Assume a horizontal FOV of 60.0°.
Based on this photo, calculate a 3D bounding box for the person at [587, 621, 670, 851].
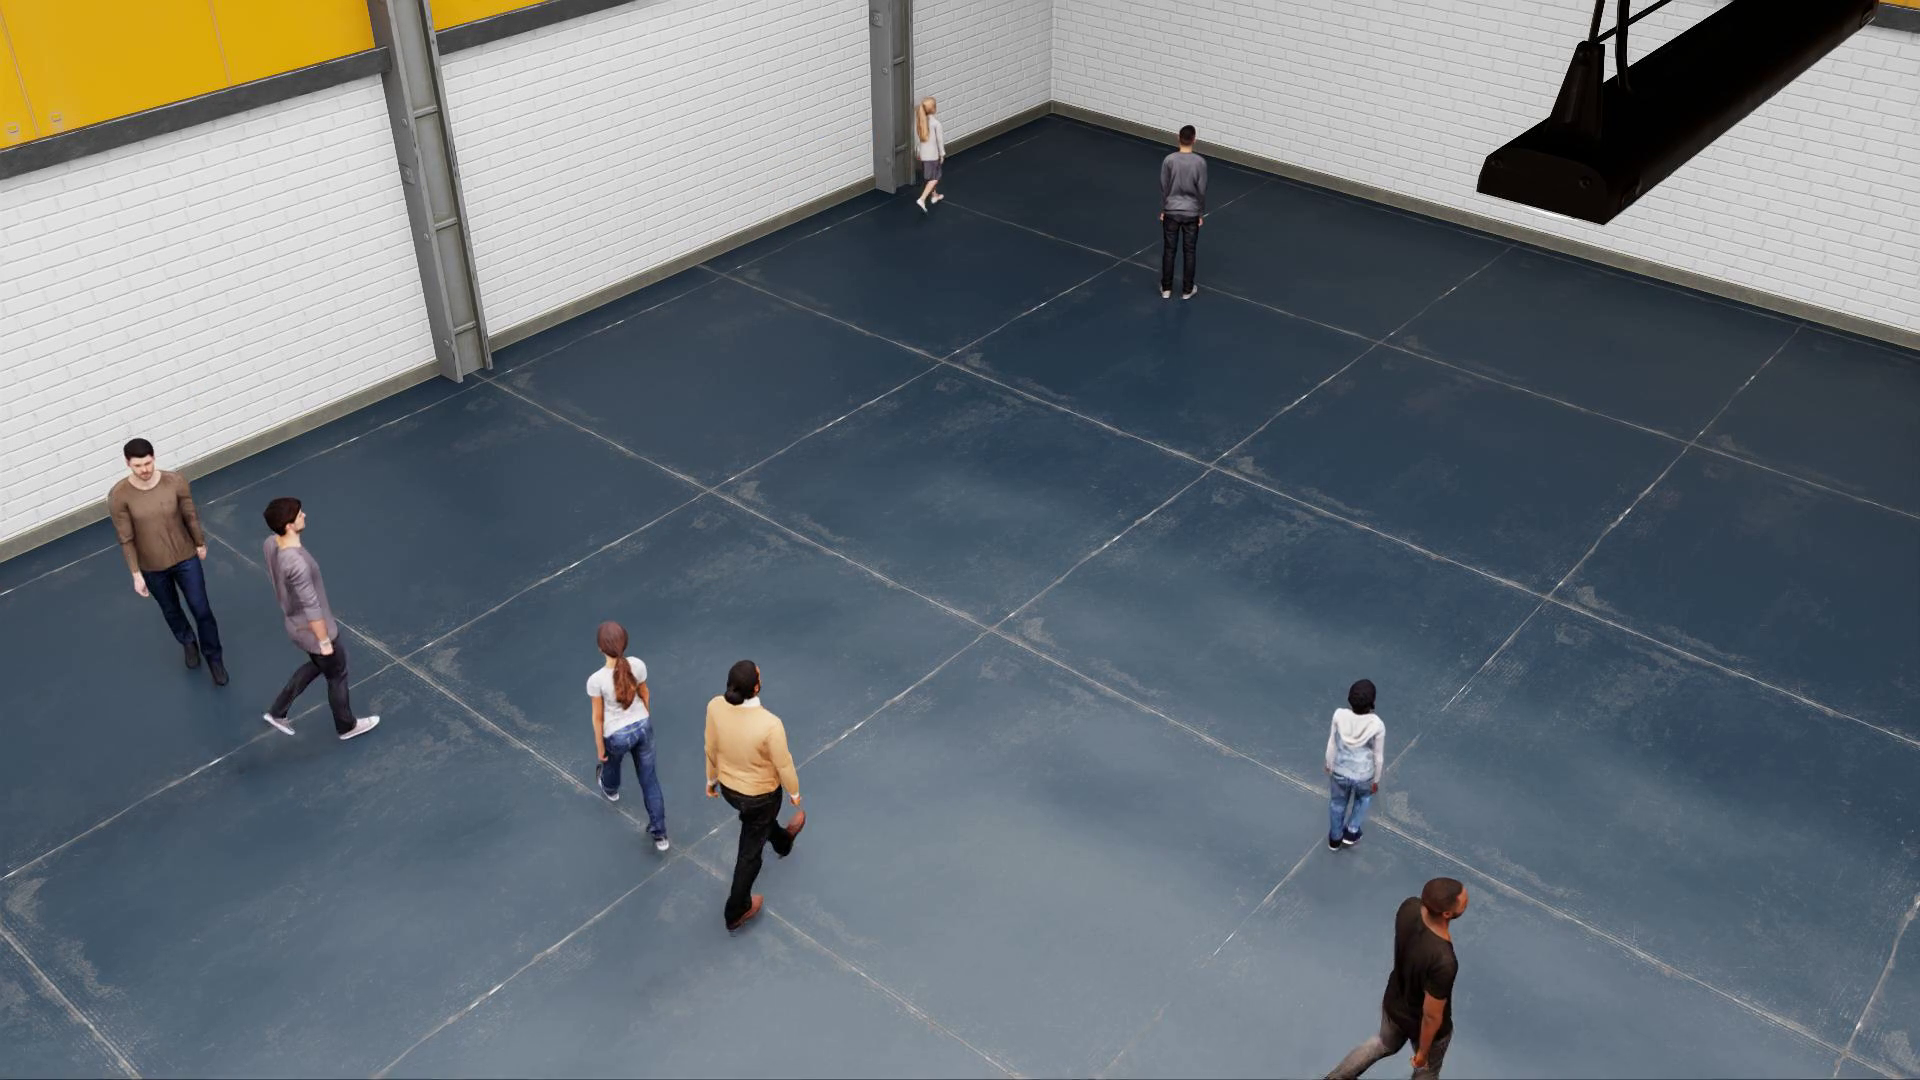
[{"bbox_3d":[-1.966,1.200,9.981,1.061,1.516,0.858,-18,38,-25],"label":"person"}]

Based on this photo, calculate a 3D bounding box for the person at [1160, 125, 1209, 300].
[{"bbox_3d":[2.194,-3.235,16.433,0.694,1.760,0.691,7,34,11],"label":"person"}]

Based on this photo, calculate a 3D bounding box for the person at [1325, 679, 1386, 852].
[{"bbox_3d":[2.335,1.384,9.938,0.555,1.256,0.585,13,36,19],"label":"person"}]

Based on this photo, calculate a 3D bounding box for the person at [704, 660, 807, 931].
[{"bbox_3d":[-1.226,1.468,9.403,0.805,1.708,1.191,19,38,26],"label":"person"}]

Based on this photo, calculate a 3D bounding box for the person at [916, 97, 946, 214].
[{"bbox_3d":[-0.354,-4.265,18.435,0.512,1.259,0.808,25,41,32],"label":"person"}]

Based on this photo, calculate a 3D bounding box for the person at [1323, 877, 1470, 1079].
[{"bbox_3d":[2.120,2.303,8.085,1.168,1.778,0.992,-10,35,-14],"label":"person"}]

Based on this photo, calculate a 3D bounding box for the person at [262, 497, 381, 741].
[{"bbox_3d":[-4.236,0.573,10.635,0.954,1.835,0.775,-25,41,-32],"label":"person"}]

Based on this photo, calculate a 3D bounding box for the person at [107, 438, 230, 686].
[{"bbox_3d":[-5.425,0.071,11.365,0.923,1.863,0.920,-13,36,-19],"label":"person"}]
